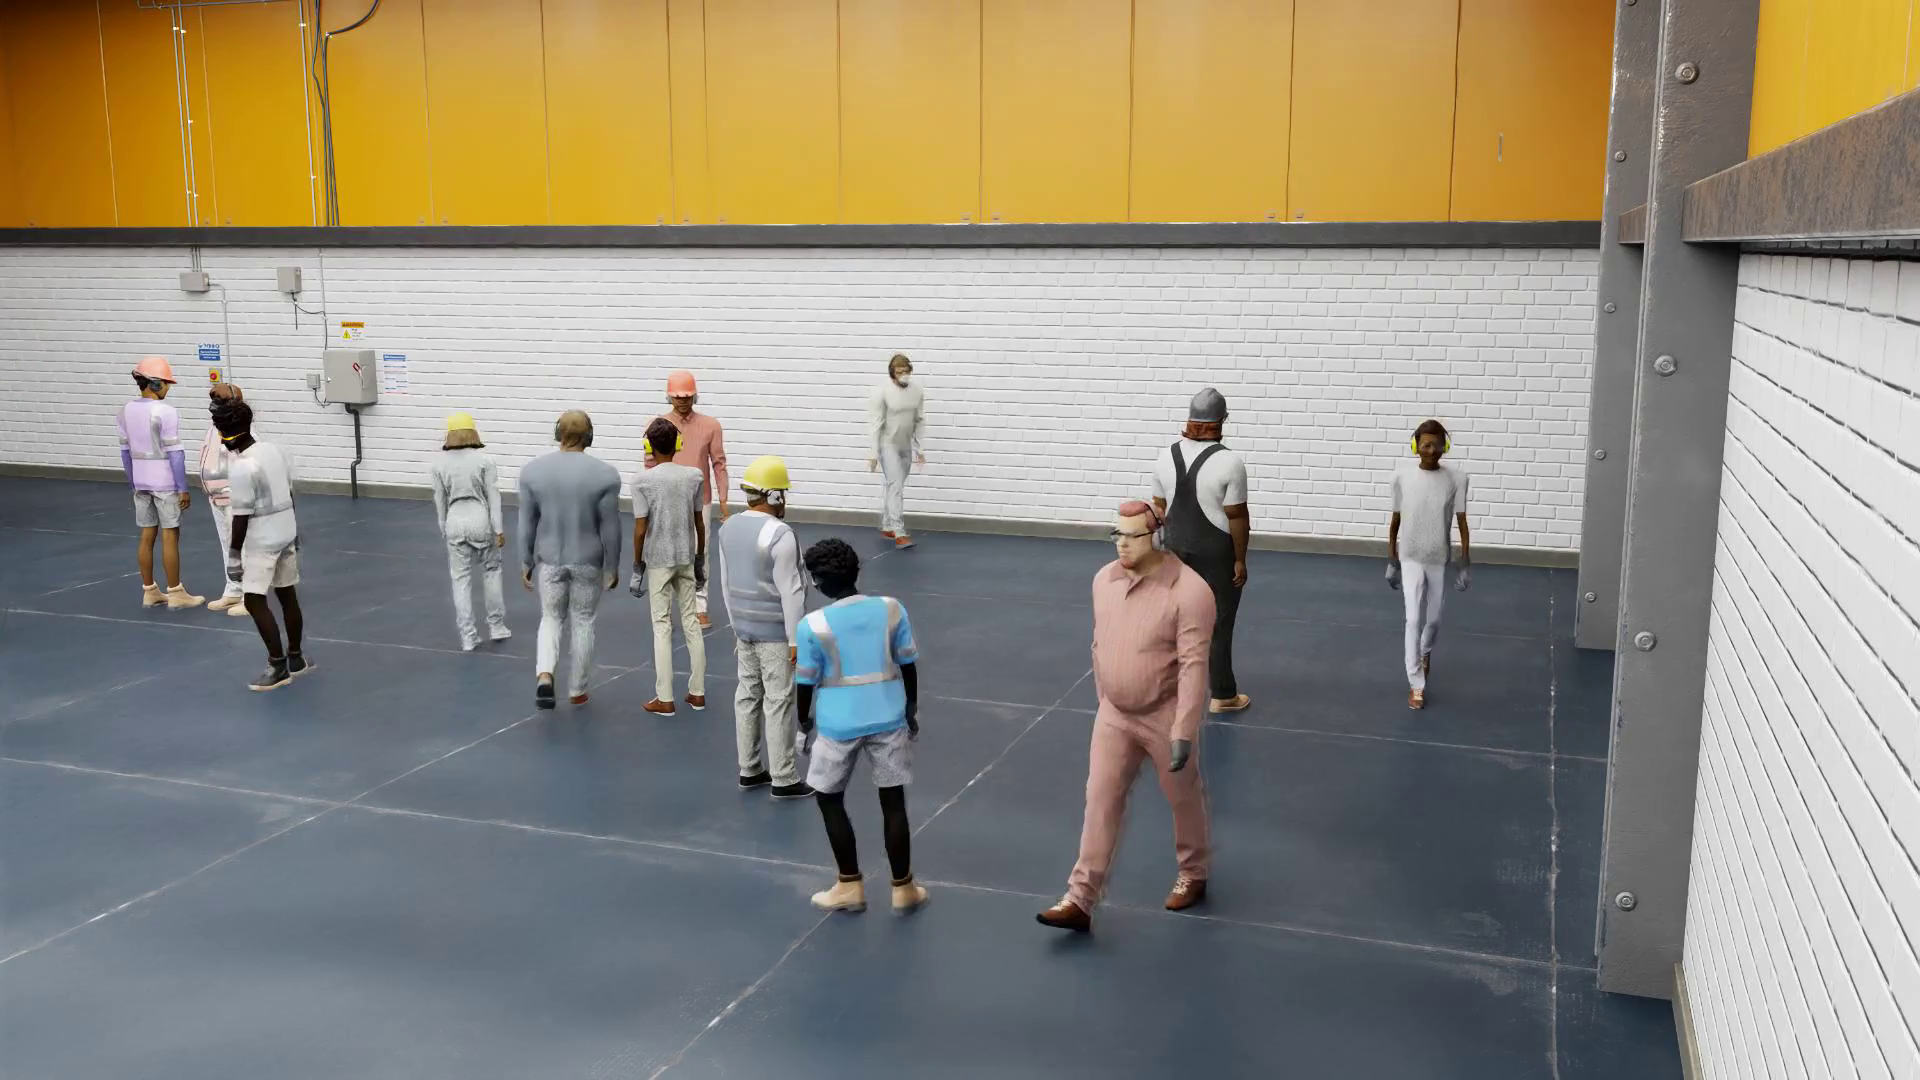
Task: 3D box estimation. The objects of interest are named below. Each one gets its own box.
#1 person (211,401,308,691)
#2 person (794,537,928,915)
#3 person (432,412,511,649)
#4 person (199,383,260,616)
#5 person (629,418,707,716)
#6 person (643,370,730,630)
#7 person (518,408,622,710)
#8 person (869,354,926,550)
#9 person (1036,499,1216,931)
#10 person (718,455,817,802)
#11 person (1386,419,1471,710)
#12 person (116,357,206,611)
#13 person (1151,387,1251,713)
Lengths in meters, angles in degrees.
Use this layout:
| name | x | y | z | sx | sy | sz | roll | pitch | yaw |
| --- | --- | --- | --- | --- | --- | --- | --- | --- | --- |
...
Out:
| name | x | y | z | sx | sy | sz | roll | pitch | yaw |
| --- | --- | --- | --- | --- | --- | --- | --- | --- | --- |
| person | -4.623 | 0.012 | 11.108 | 0.370 | 1.924 | 0.740 | 1 | 10 | 6 |
| person | -0.425 | 0.821 | 7.257 | 0.594 | 1.669 | 0.381 | -4 | 11 | -22 |
| person | -3.567 | -0.082 | 12.185 | 0.517 | 1.712 | 0.600 | 0 | 10 | 1 |
| person | -5.791 | -0.327 | 13.215 | 0.627 | 1.847 | 0.429 | 9 | 13 | 41 |
| person | -1.823 | 0.168 | 10.378 | 0.515 | 1.864 | 0.333 | -7 | 12 | -34 |
| person | -2.094 | -0.304 | 12.697 | 0.640 | 1.988 | 0.429 | -3 | 11 | -17 |
| person | -2.414 | 0.147 | 10.345 | 0.646 | 1.922 | 0.533 | 0 | 10 | -1 |
| person | -0.590 | -0.855 | 16.117 | 0.848 | 1.878 | 0.645 | 9 | 14 | 42 |
| person | 0.763 | 0.750 | 7.093 | 0.665 | 1.850 | 1.004 | 9 | 13 | 41 |
| person | -1.007 | 0.464 | 8.798 | 0.586 | 1.832 | 0.403 | 10 | 14 | 44 |
| person | 3.033 | 0.111 | 10.793 | 0.529 | 1.837 | 0.878 | 2 | 10 | 10 |
| person | -6.426 | -0.448 | 13.366 | 0.605 | 2.033 | 0.392 | 4 | 11 | 22 |
| person | 1.573 | 0.055 | 10.508 | 0.682 | 2.000 | 0.537 | 10 | 14 | 44 |
